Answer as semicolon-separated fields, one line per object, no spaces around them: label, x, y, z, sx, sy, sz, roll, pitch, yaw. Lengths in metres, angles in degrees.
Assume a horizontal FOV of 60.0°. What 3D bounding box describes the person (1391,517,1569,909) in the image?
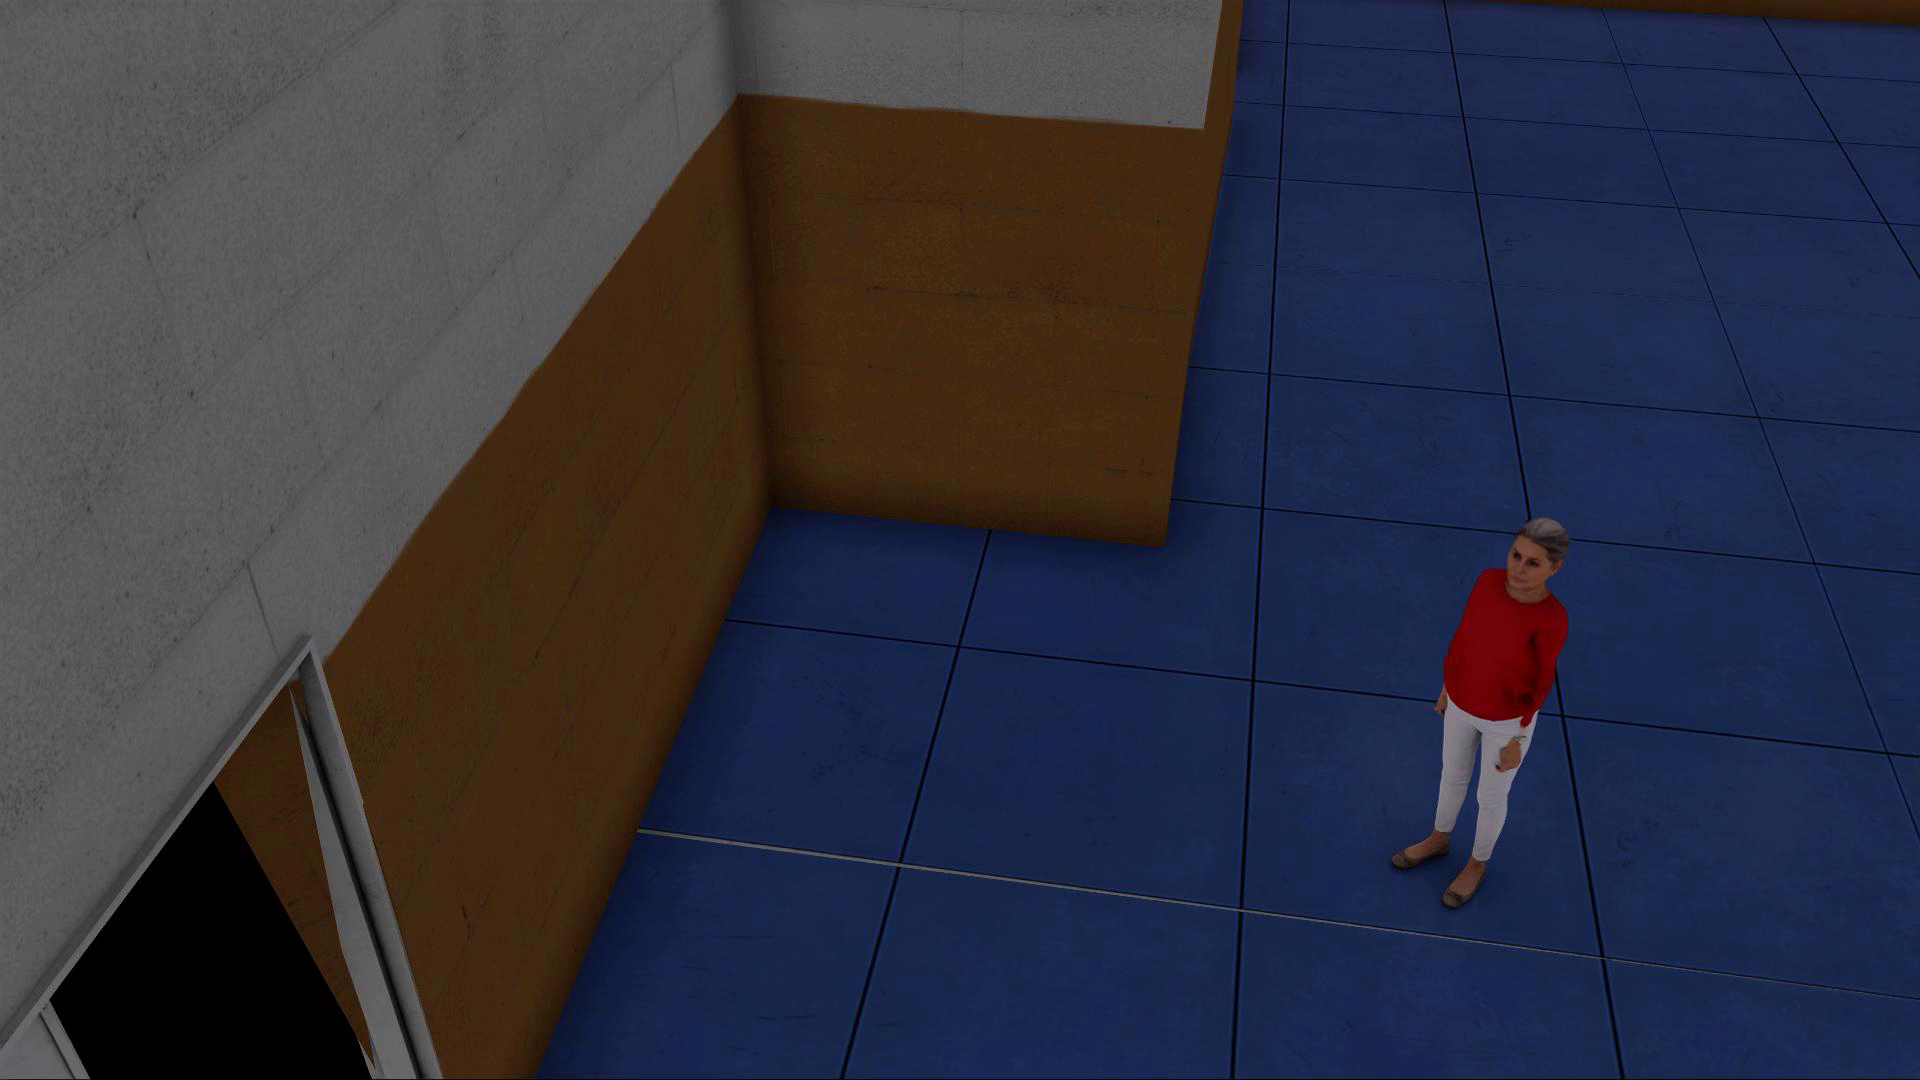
person;1.916;0.626;6.011;0.714;1.687;0.651;-24;43;-29
